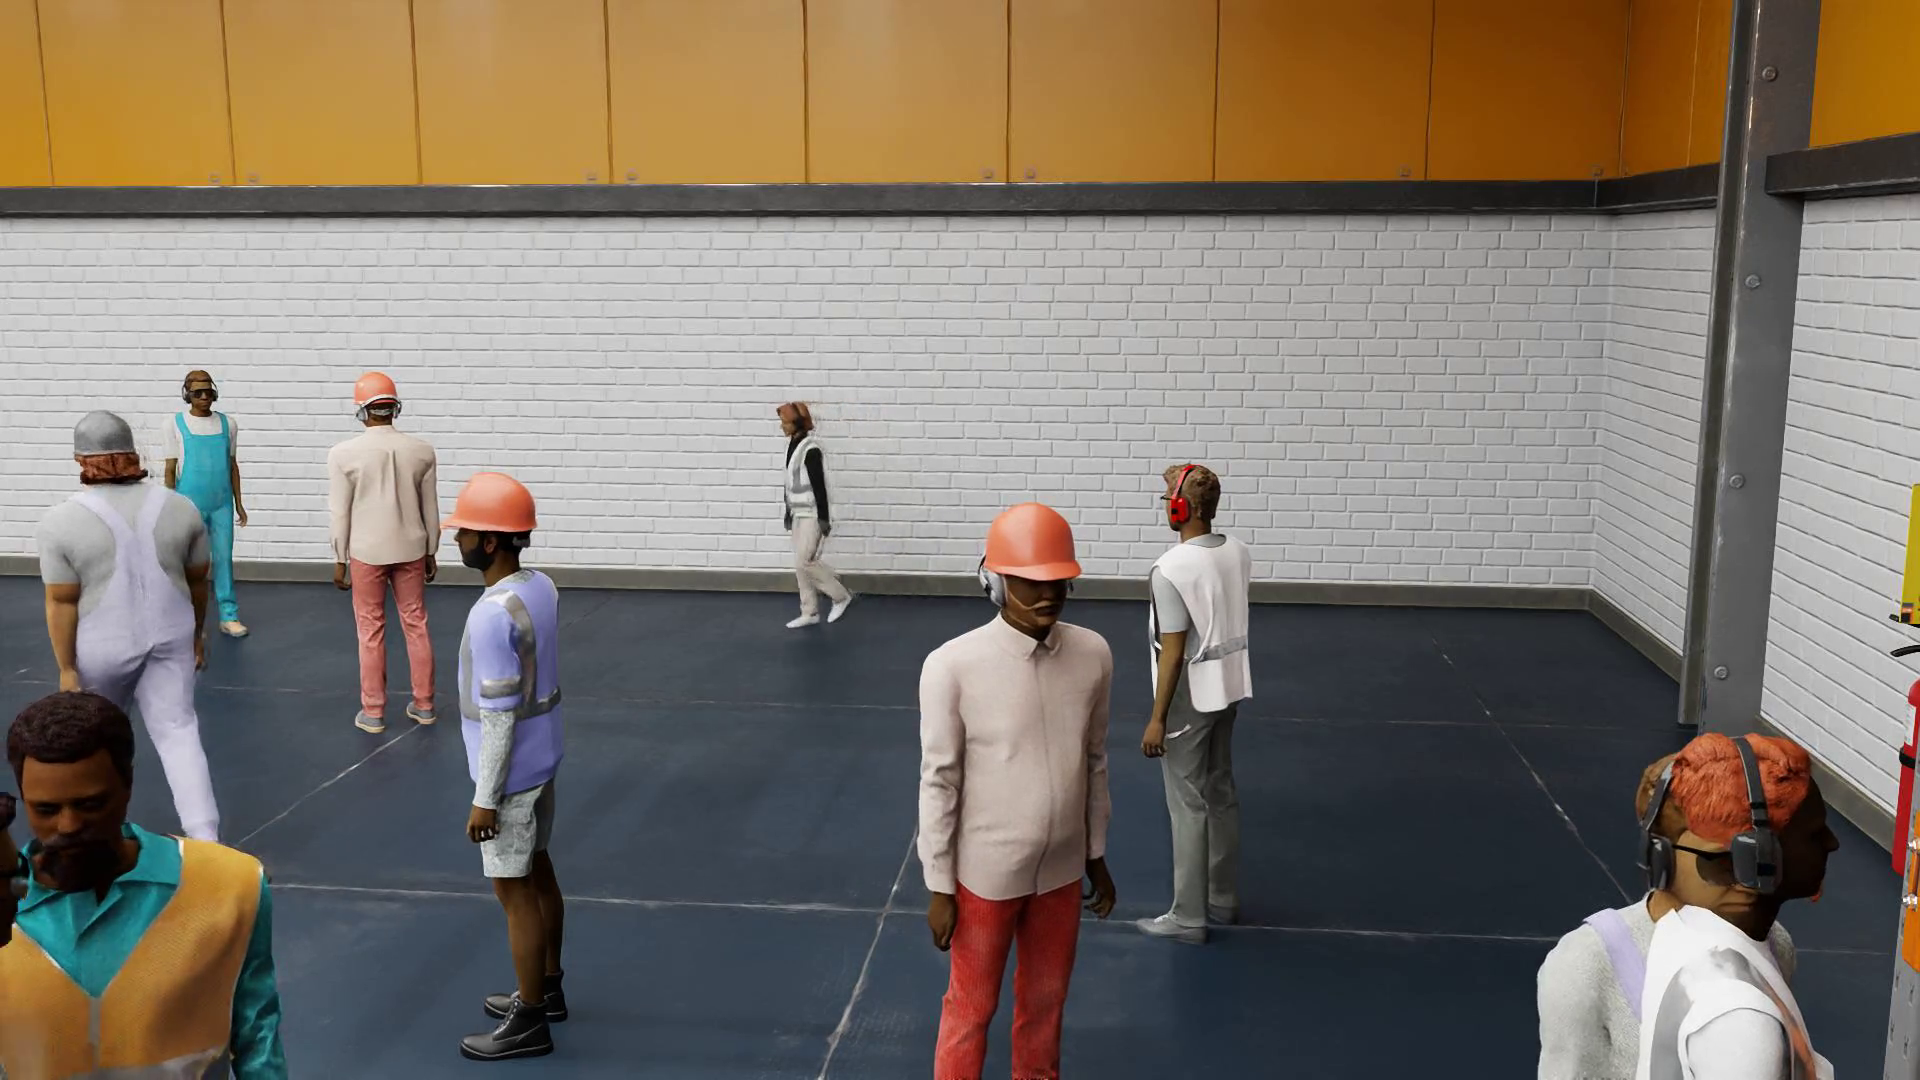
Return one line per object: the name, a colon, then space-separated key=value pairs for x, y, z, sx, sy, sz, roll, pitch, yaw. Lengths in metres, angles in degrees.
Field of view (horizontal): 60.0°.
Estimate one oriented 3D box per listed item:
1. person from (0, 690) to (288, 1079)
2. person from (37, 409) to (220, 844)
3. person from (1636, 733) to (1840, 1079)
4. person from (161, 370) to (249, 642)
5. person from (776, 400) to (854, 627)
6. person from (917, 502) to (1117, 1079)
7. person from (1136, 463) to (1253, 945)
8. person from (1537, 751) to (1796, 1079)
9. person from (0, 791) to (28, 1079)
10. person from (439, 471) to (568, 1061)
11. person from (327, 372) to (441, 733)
person: x=-1.510 y=1.187 z=2.976 sx=0.596 sy=1.915 sz=0.374 roll=-5 pitch=11 yaw=-26
person: x=-3.549 y=0.400 z=7.122 sx=1.029 sy=2.000 sz=0.693 roll=9 pitch=14 yaw=43
person: x=1.250 y=1.238 z=2.773 sx=0.355 sy=1.885 sz=0.574 roll=2 pitch=10 yaw=10
person: x=-5.118 y=-0.233 z=11.304 sx=0.344 sy=1.847 sz=0.504 roll=10 pitch=14 yaw=44
person: x=-1.054 y=-0.171 z=11.612 sx=0.428 sy=1.622 sz=0.520 roll=-5 pitch=11 yaw=-24
person: x=0.173 y=0.881 z=4.501 sx=0.612 sy=1.994 sz=0.395 roll=-6 pitch=12 yaw=-32
person: x=0.918 y=0.628 z=6.373 sx=0.375 sy=1.844 sz=0.567 roll=8 pitch=13 yaw=40
person: x=1.194 y=1.244 z=2.850 sx=0.506 sy=1.846 sz=0.351 roll=-4 pitch=11 yaw=-22
person: x=-1.603 y=1.287 z=2.609 sx=0.521 sy=1.851 sz=0.459 roll=8 pitch=12 yaw=37
person: x=-1.490 y=0.738 z=5.472 sx=0.351 sy=1.942 sz=0.545 roll=0 pitch=10 yaw=1
person: x=-3.182 y=0.066 z=9.209 sx=0.608 sy=1.986 sz=0.408 roll=-9 pitch=13 yaw=-41
